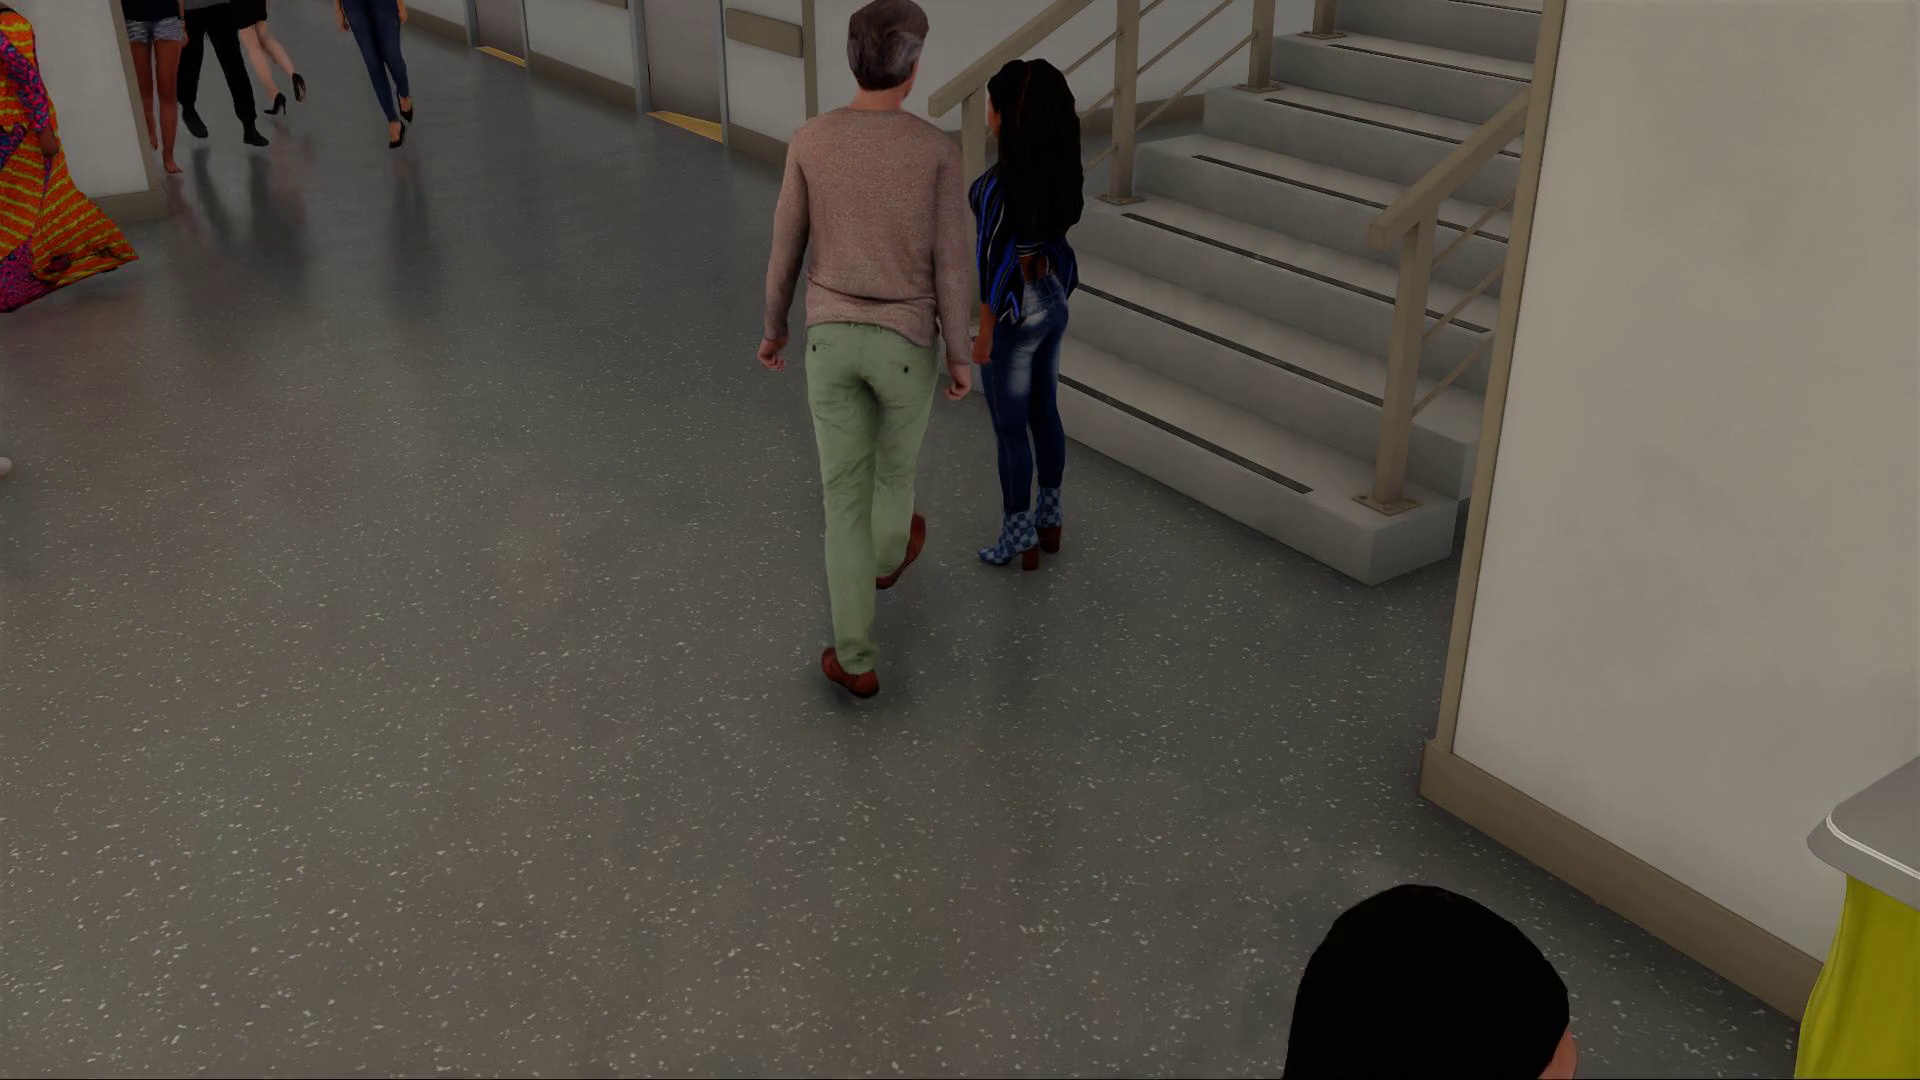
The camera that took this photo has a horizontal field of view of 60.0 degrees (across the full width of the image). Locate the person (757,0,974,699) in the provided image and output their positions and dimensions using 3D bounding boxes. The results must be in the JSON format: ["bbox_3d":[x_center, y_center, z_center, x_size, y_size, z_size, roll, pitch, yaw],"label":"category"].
[{"bbox_3d":[-0.235,-0.439,4.464,1.262,1.815,1.245,0,26,0],"label":"person"}]

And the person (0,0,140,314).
[{"bbox_3d":[-4.380,-1.939,7.772,0.856,1.645,1.250,20,32,35],"label":"person"}]

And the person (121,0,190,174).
[{"bbox_3d":[-4.945,-3.137,10.147,0.721,1.738,0.664,-14,29,-26],"label":"person"}]

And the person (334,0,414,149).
[{"bbox_3d":[-3.795,-3.444,10.746,0.801,1.772,0.845,-2,26,-4],"label":"person"}]

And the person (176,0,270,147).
[{"bbox_3d":[-4.973,-3.439,10.791,1.141,1.723,0.784,-22,33,-38],"label":"person"}]

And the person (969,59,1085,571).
[{"bbox_3d":[0.193,-0.686,5.203,0.743,1.618,0.599,18,31,32],"label":"person"}]

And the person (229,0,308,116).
[{"bbox_3d":[-4.901,-3.747,11.490,0.832,1.672,0.782,15,30,28],"label":"person"}]

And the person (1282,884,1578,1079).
[{"bbox_3d":[0.241,1.009,1.570,0.626,1.721,0.728,-22,33,-38],"label":"person"}]
